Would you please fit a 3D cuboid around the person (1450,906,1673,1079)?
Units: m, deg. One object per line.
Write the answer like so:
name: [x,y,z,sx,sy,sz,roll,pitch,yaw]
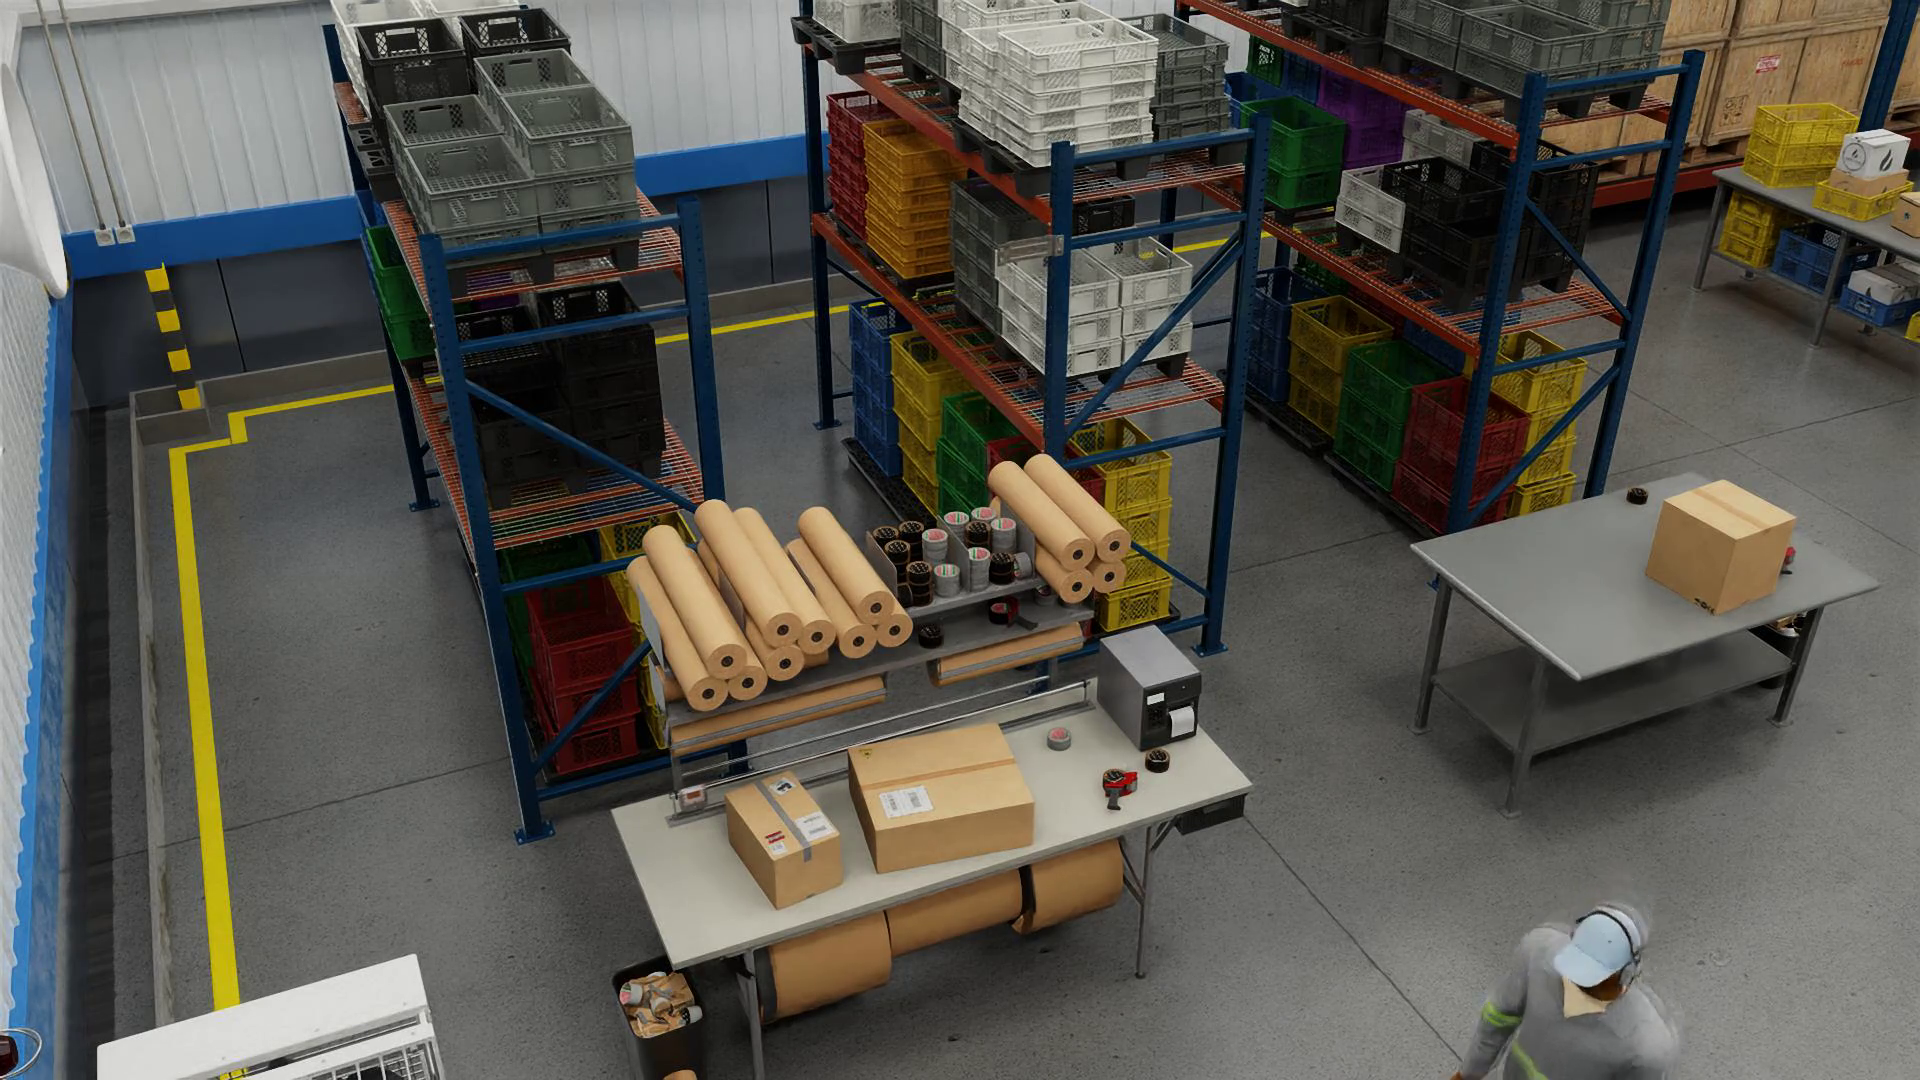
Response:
person: [1.949,1.875,5.481,0.917,1.815,0.607,-14,34,-21]
